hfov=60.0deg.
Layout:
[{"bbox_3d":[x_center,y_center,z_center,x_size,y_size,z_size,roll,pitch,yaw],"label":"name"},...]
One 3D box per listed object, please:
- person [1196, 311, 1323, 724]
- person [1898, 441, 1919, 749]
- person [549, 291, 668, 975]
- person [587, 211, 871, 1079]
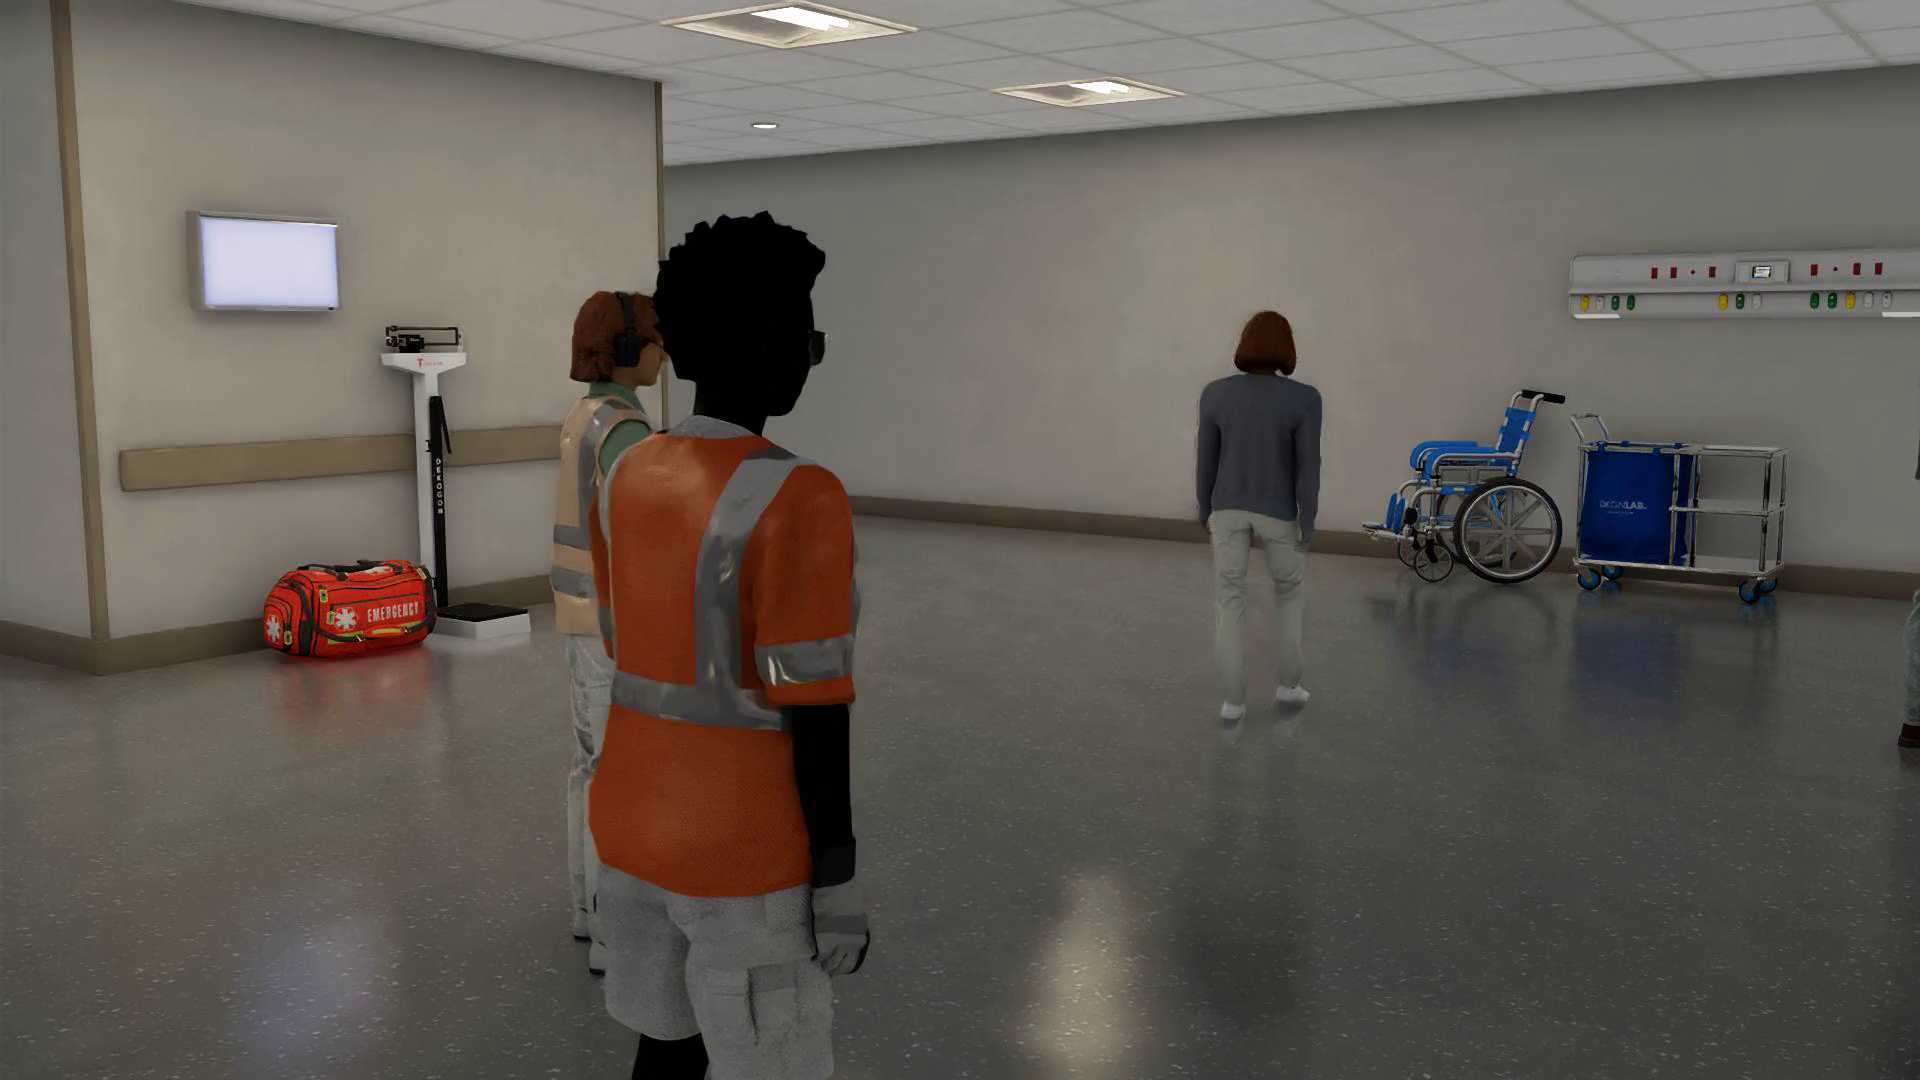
[{"bbox_3d":[1.192,-0.095,6.648,0.519,1.609,0.662,3,8,20],"label":"person"},{"bbox_3d":[3.591,-0.166,5.890,0.353,1.937,0.635,2,7,12],"label":"person"},{"bbox_3d":[-0.831,0.219,4.038,0.313,1.632,0.516,-3,8,-22],"label":"person"},{"bbox_3d":[-0.315,0.414,2.240,0.323,1.689,0.536,-6,9,-40],"label":"person"}]
